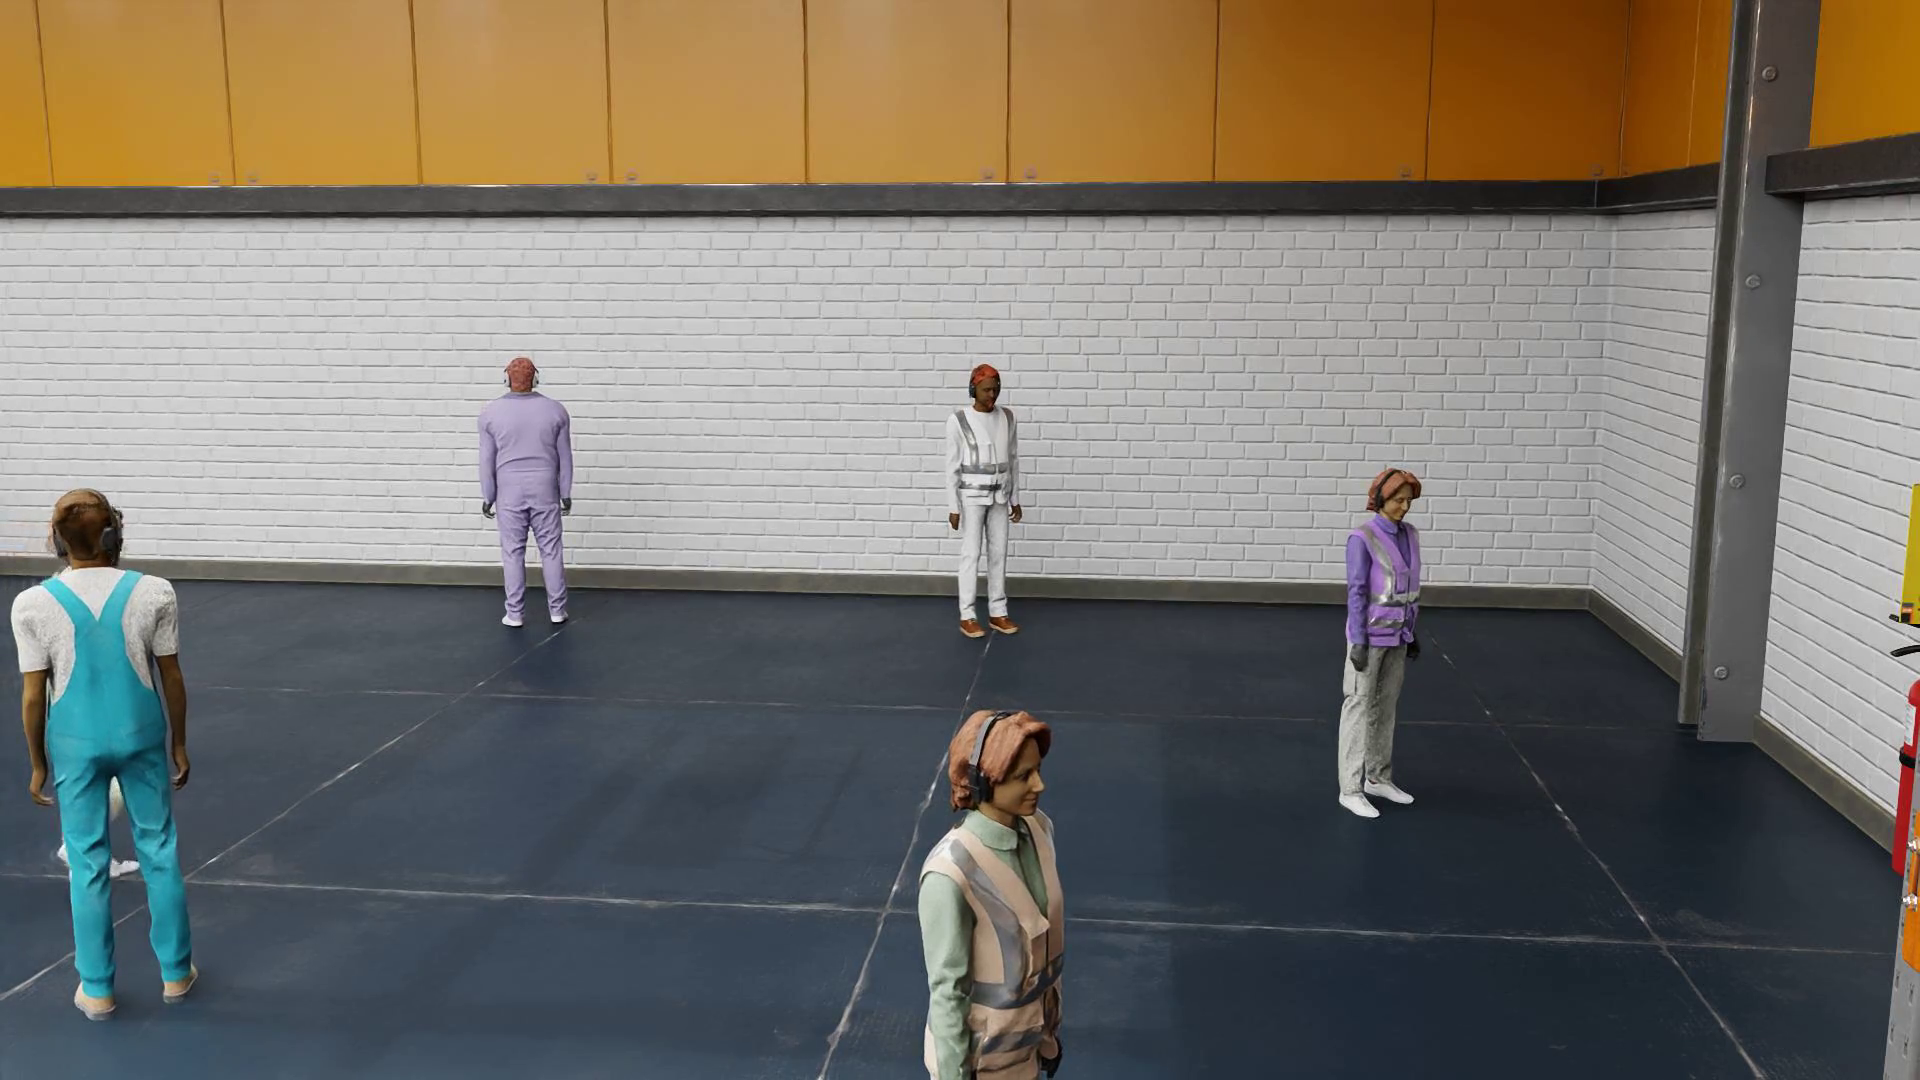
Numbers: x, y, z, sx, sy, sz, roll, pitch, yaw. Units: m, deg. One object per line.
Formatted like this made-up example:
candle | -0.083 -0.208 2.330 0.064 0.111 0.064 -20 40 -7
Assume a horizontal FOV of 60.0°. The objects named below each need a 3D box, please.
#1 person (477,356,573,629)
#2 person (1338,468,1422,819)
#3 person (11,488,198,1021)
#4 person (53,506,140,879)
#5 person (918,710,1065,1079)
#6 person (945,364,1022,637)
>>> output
person | -3.051 -0.333 11.704 0.643 1.908 0.399 -4 11 -20
person | 1.989 0.474 7.851 0.512 1.639 0.311 -9 13 -42
person | -2.946 0.738 5.755 0.506 1.842 0.344 -6 11 -30
person | -3.543 0.655 6.874 0.372 1.614 0.588 -7 12 -35
person | 0.076 1.182 3.791 0.308 1.641 0.515 5 11 26
person | 0.166 -0.267 11.420 0.585 1.879 0.370 -7 12 -33
